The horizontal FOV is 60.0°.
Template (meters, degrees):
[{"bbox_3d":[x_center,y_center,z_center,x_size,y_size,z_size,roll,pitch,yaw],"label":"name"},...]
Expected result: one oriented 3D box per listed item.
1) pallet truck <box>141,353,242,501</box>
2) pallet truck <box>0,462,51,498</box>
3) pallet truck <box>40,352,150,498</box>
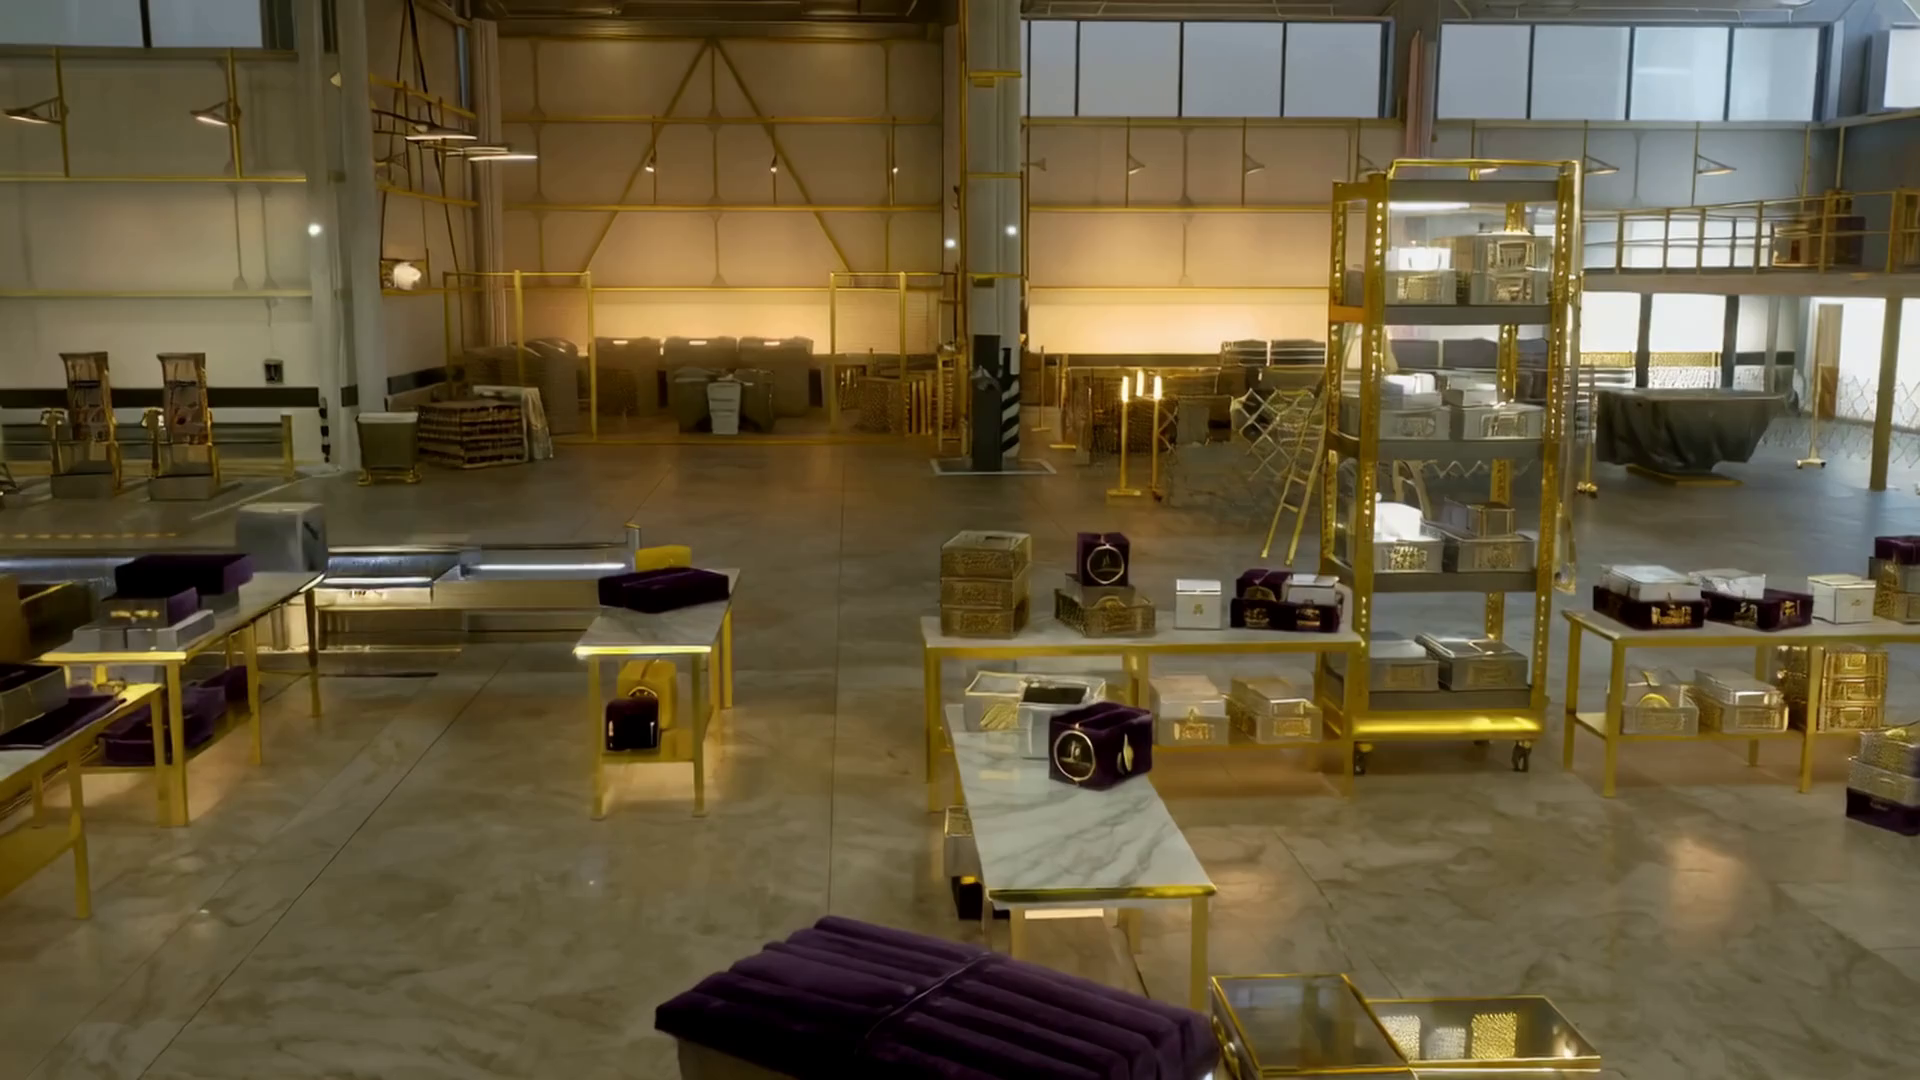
[{"bbox_3d":[-10.520,-1.604,22.925,0.823,1.965,1.885,-1,9,-6],"label":"pallet truck"},{"bbox_3d":[-13.193,-1.293,23.148,0.653,1.274,1.630,-1,9,-4],"label":"pallet truck"},{"bbox_3d":[-11.907,-1.642,23.165,0.823,1.965,1.885,0,9,0],"label":"pallet truck"}]
